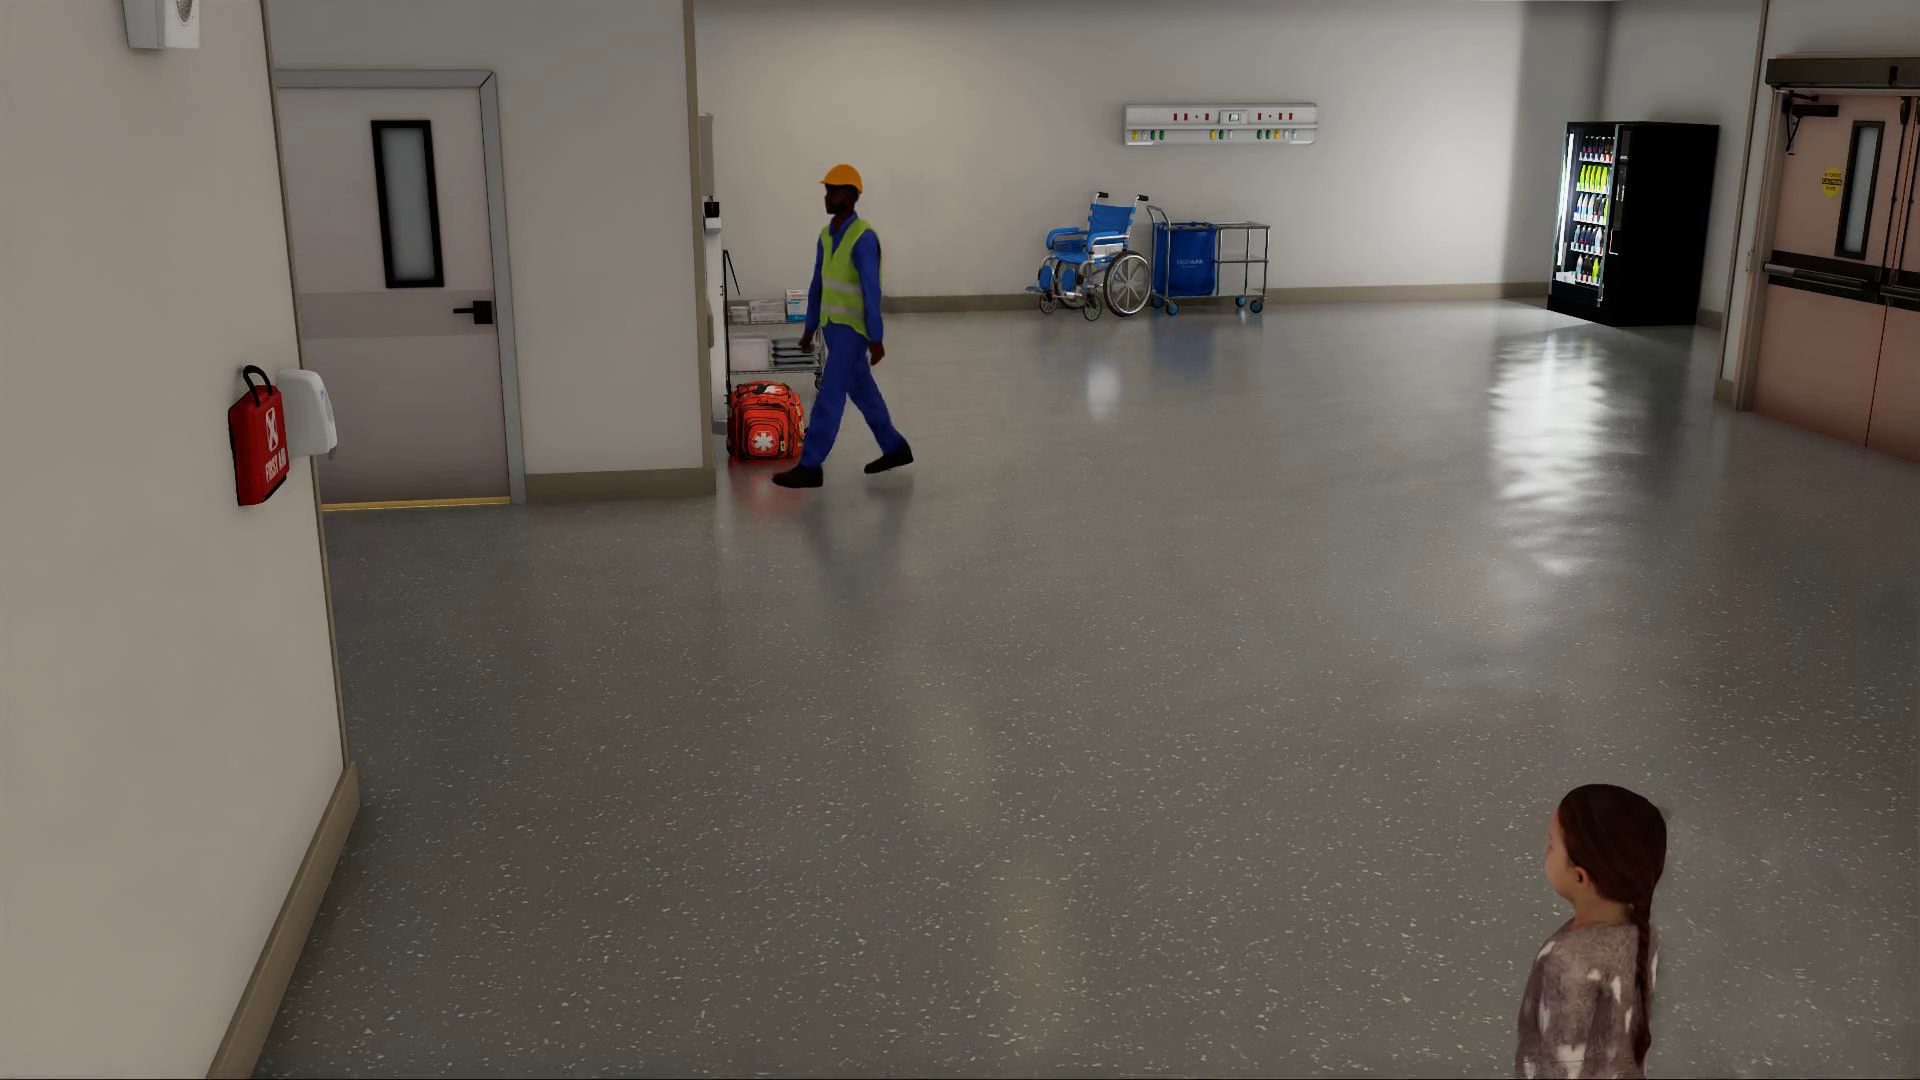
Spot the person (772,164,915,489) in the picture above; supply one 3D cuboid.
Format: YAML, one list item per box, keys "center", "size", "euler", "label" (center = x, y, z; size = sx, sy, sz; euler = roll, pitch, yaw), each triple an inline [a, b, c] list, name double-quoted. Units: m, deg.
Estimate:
- center: [-0.561, -1.174, 9.377]
  size: [1.047, 1.770, 1.210]
  euler: [-10, 19, -32]
  label: "person"

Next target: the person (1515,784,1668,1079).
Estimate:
- center: [1.089, 0.998, 2.771]
  size: [0.713, 1.175, 0.820]
  euler: [-14, 21, -41]
  label: "person"
